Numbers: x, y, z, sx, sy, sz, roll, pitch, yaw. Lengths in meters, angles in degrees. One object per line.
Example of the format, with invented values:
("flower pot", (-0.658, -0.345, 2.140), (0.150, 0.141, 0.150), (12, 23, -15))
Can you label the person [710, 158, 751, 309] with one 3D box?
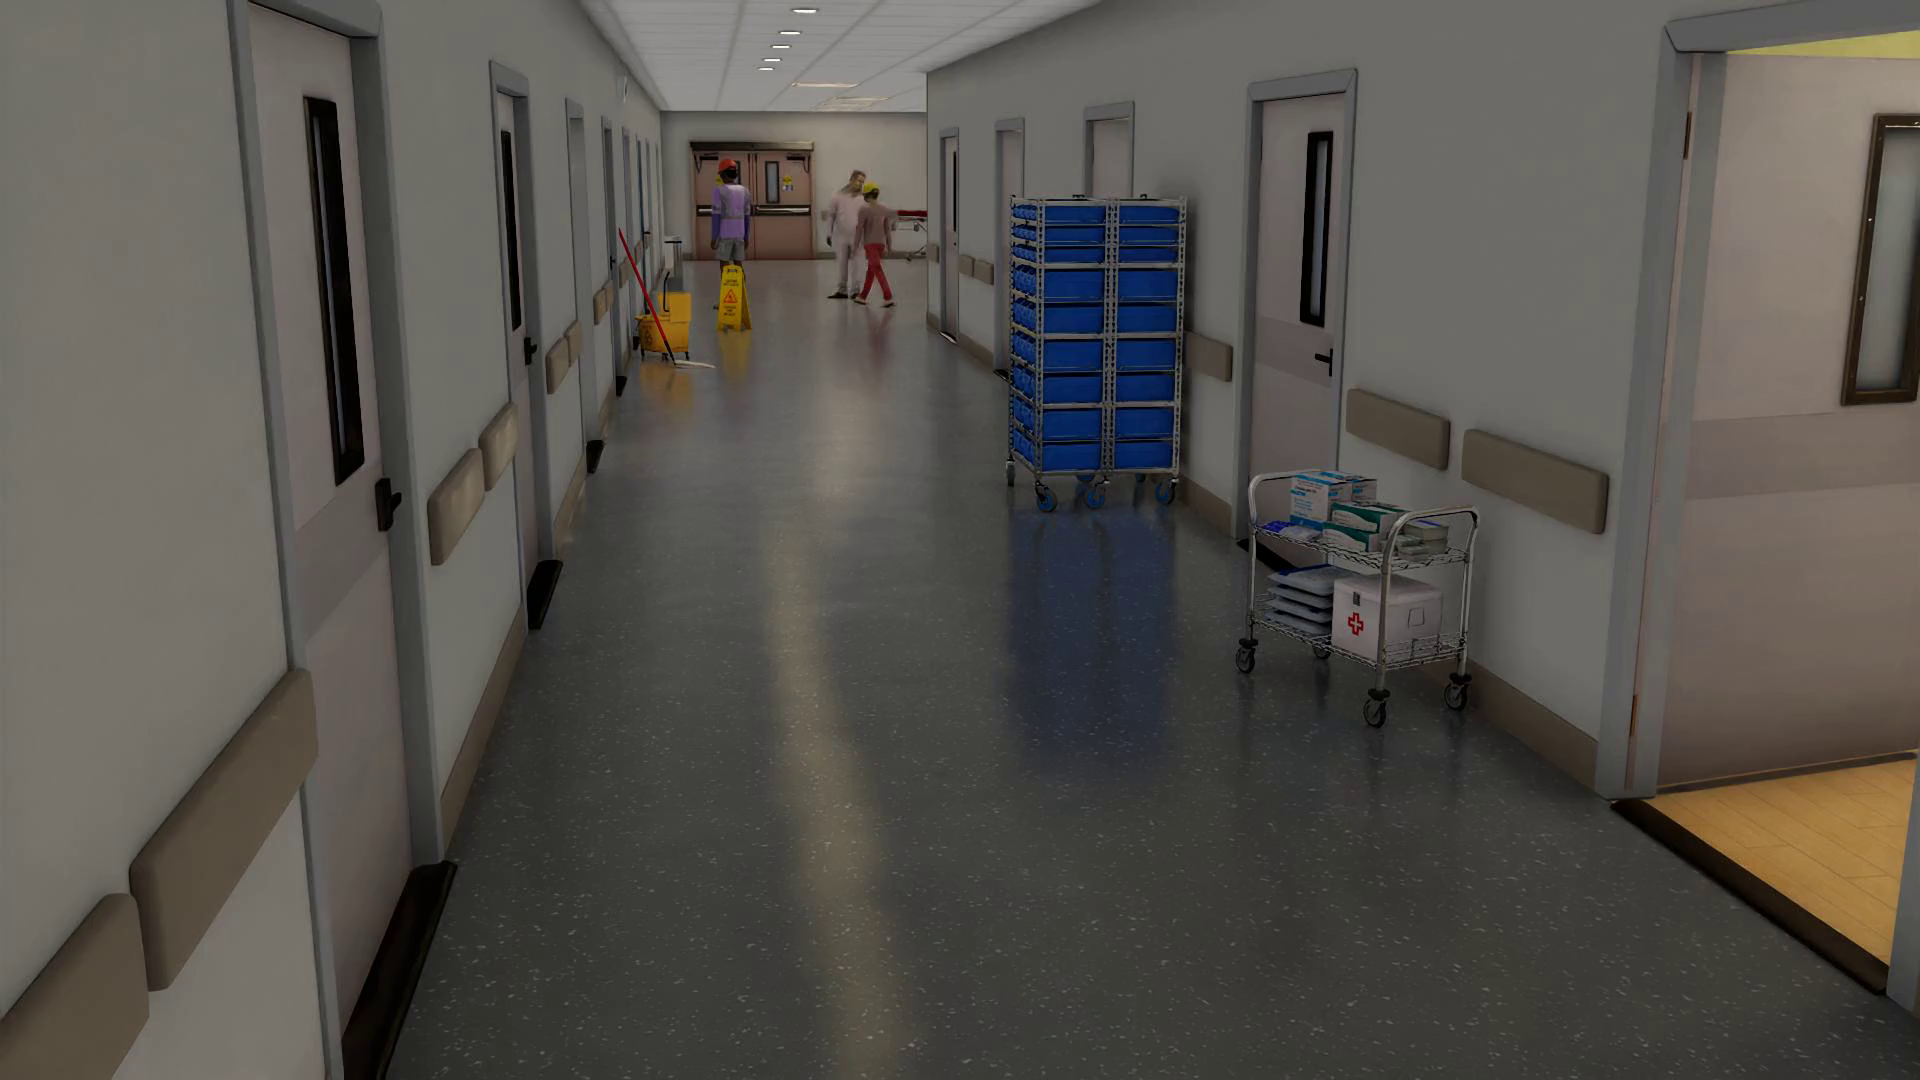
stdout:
("person", (-3.130, -4.148, 22.614), (0.409, 2.029, 0.611), (12, 18, 43))

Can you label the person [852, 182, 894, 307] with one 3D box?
("person", (-1.205, -4.094, 23.073), (0.947, 1.709, 0.532), (12, 17, 42))

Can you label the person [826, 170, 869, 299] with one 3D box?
("person", (-1.598, -4.444, 24.287), (0.720, 1.872, 0.504), (0, 13, 2))
